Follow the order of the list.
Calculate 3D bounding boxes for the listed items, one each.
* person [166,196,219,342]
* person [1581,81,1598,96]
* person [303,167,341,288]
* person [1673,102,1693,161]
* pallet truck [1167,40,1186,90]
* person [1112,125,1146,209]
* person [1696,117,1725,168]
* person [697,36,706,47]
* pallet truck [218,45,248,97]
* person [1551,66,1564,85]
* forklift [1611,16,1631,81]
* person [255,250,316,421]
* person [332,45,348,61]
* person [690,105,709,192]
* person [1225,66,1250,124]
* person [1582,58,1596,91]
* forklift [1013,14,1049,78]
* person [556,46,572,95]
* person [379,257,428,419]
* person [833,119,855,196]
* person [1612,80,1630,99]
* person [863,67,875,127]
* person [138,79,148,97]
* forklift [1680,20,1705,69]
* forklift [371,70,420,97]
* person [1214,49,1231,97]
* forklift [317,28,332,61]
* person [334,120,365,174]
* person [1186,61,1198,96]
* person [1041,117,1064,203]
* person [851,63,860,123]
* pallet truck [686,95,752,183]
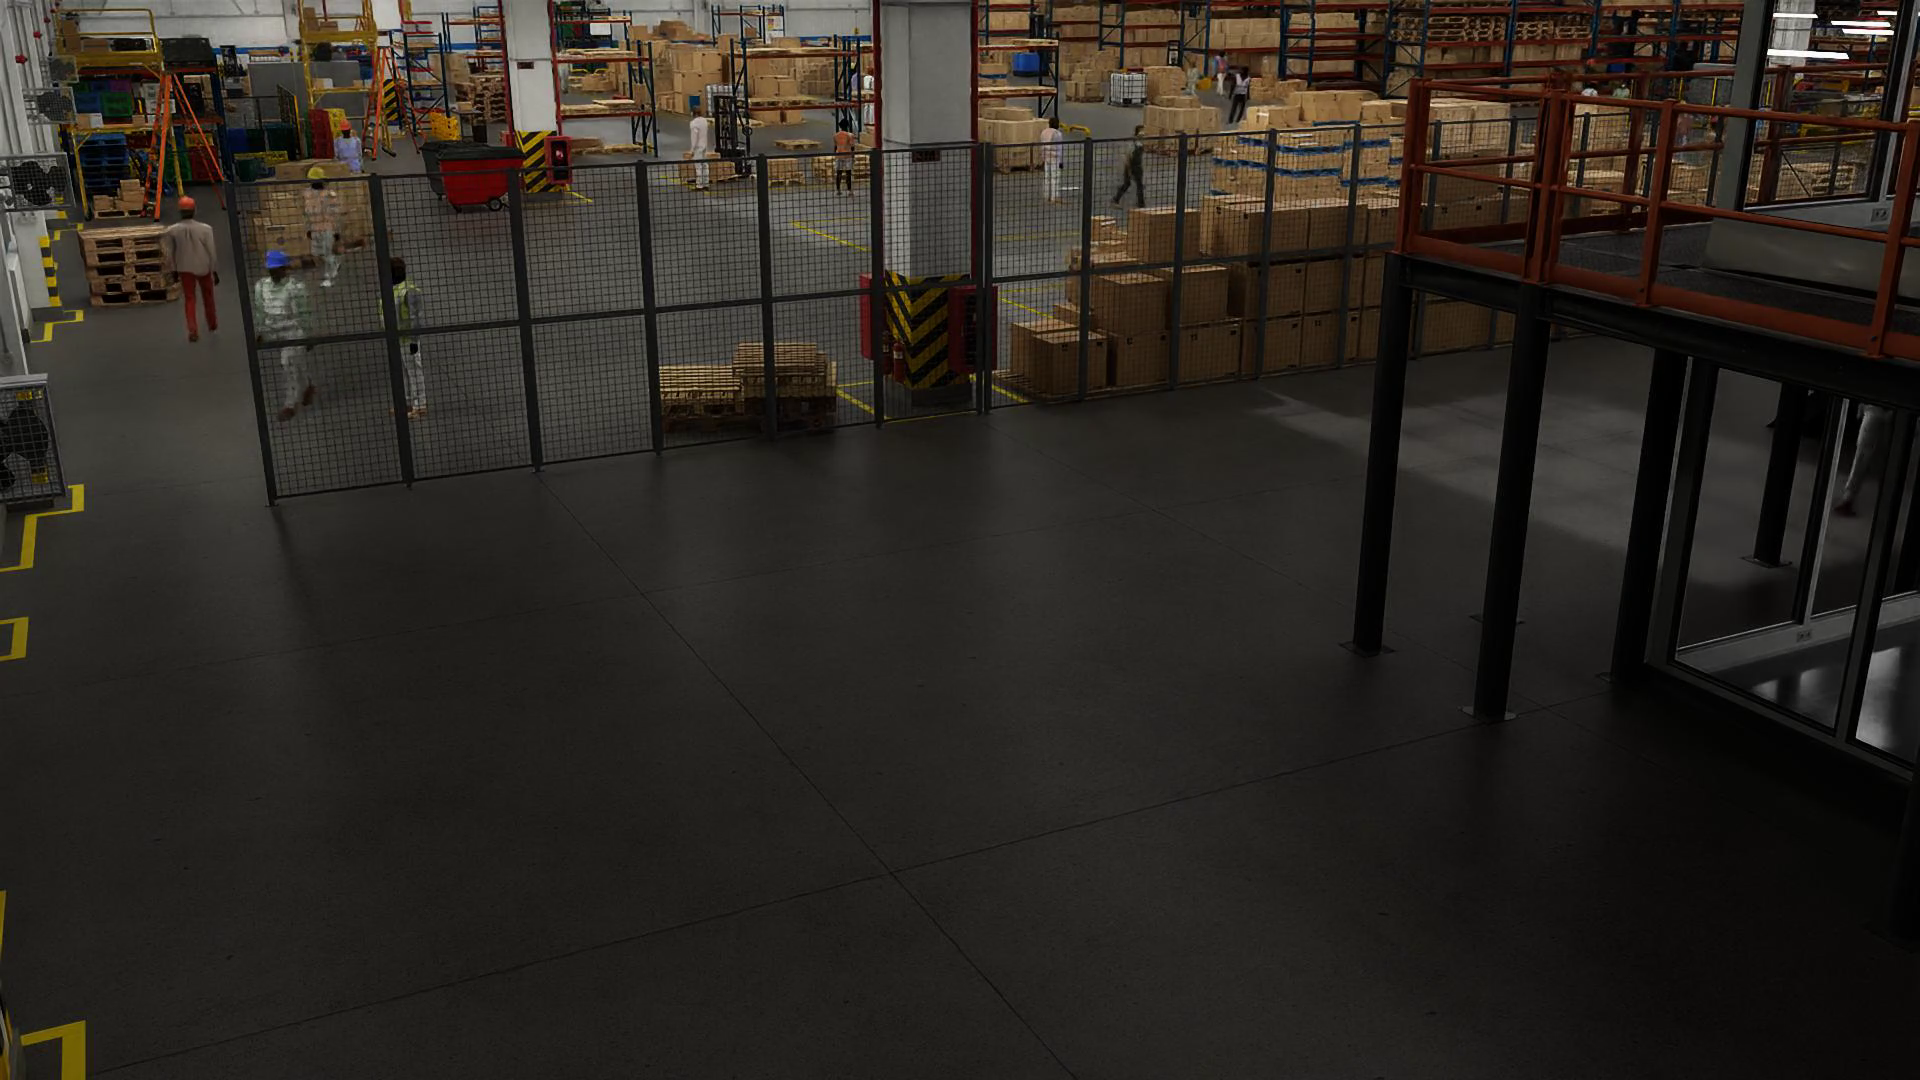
[{"bbox_3d":[-10.569,-3.742,22.935,0.627,1.952,1.028,-5,20,-15],"label":"person"},{"bbox_3d":[18.059,-12.293,47.743,0.380,1.929,0.544,-9,21,-25],"label":"person"},{"bbox_3d":[-10.232,-5.045,26.753,0.612,1.914,0.538,6,20,16],"label":"person"},{"bbox_3d":[18.000,-10.057,41.588,0.544,1.715,0.919,4,20,13],"label":"person"},{"bbox_3d":[9.045,-19.971,69.895,0.823,1.965,1.885,-3,19,-8],"label":"pallet truck"},{"bbox_3d":[3.600,-7.835,35.018,0.510,1.815,0.888,-17,25,-40],"label":"person"},{"bbox_3d":[16.046,-8.077,35.585,0.616,1.888,0.623,-3,19,-8],"label":"person"},{"bbox_3d":[-11.810,-22.016,75.964,0.550,1.913,0.866,16,25,39],"label":"person"},{"bbox_3d":[-28.879,-18.665,66.111,0.823,1.965,1.885,-3,19,-9],"label":"pallet truck"},{"bbox_3d":[18.956,-13.986,52.482,1.103,2.000,0.689,10,21,26],"label":"person"},{"bbox_3d":[29.695,-21.973,74.367,1.129,2.768,1.873,-10,21,-26],"label":"forklift"},{"bbox_3d":[-7.712,-2.389,19.070,0.606,1.912,0.936,5,20,13],"label":"person"},{"bbox_3d":[-25.005,-19.051,67.366,0.928,1.901,0.661,17,25,40],"label":"person"},{"bbox_3d":[-5.972,-8.947,38.028,0.363,1.939,0.636,7,20,20],"label":"person"},{"bbox_3d":[9.064,-14.493,54.209,0.748,1.873,0.423,-3,19,-9],"label":"person"},{"bbox_3d":[21.512,-15.428,56.777,0.903,1.968,0.622,0,19,-1],"label":"person"},{"bbox_3d":[3.503,-22.925,77.124,1.873,2.768,1.129,-9,21,-25],"label":"forklift"},{"bbox_3d":[-16.015,-19.021,67.296,0.639,1.910,0.925,-5,20,-15],"label":"person"},{"bbox_3d":[-6.340,-2.301,18.912,0.627,1.843,0.429,16,25,39],"label":"person"},{"bbox_3d":[-2.602,-8.617,37.453,0.533,1.690,0.321,8,21,21],"label":"person"},{"bbox_3d":[20.520,-13.510,51.739,0.501,1.616,0.430,4,19,10],"label":"person"},{"bbox_3d":[-2.892,-14.265,53.548,0.355,1.877,0.574,-18,26,-42],"label":"person"},{"bbox_3d":[-25.157,-13.425,51.476,0.524,1.631,0.323,9,21,24],"label":"person"},{"bbox_3d":[30.296,-20.123,69.003,1.873,2.768,1.129,-7,20,-18],"label":"forklift"},{"bbox_3d":[-22.107,-18.832,65.261,1.873,2.768,1.129,-2,19,-5],"label":"forklift"},{"bbox_3d":[10.441,-18.509,65.946,0.645,1.806,0.813,-13,23,-33],"label":"person"},{"bbox_3d":[-23.030,-17.223,60.598,1.873,2.768,1.129,-9,21,-25],"label":"forklift"},{"bbox_3d":[-12.614,-7.697,34.408,0.551,1.934,0.373,-8,21,-23],"label":"person"},{"bbox_3d":[8.528,-16.760,61.143,0.365,1.614,0.569,-16,25,-39],"label":"person"},{"bbox_3d":[2.037,-8.272,36.221,0.429,1.839,0.633,-14,23,-35],"label":"person"},{"bbox_3d":[-3.459,-14.696,54.734,0.397,1.919,0.581,1,19,3],"label":"person"},{"bbox_3d":[-5.836,-9.608,39.856,0.823,1.965,1.885,10,22,27],"label":"pallet truck"}]
